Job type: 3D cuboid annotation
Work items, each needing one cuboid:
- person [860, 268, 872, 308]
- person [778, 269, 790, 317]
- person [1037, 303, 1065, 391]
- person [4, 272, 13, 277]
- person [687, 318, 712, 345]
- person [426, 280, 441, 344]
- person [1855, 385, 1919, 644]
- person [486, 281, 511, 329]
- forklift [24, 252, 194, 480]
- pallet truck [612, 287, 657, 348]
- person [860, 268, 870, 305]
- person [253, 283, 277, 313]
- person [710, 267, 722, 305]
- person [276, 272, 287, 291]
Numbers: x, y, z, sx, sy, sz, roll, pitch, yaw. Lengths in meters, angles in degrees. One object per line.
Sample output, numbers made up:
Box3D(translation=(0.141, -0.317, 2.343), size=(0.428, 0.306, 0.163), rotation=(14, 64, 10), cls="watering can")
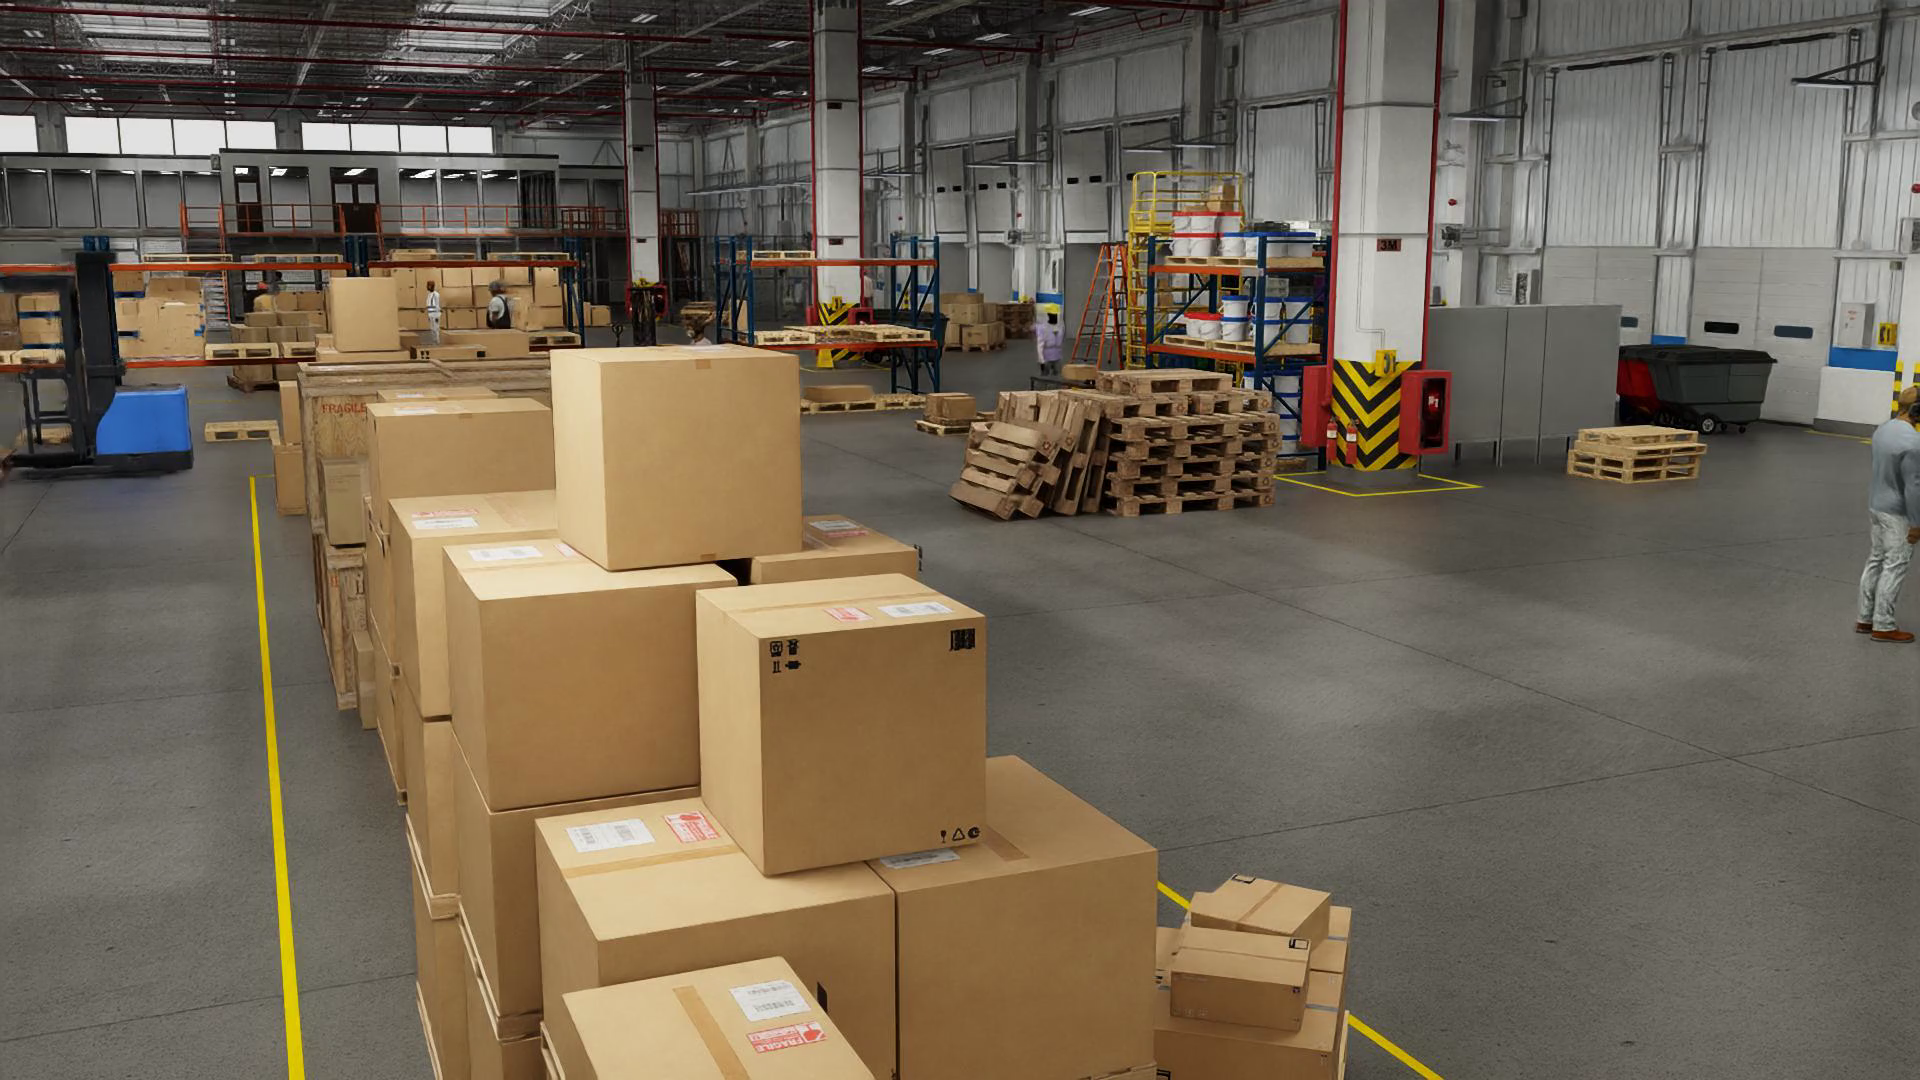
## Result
Box3D(translation=(-3.399, -8.723, 59.291), size=(0.638, 1.961, 0.743), rotation=(-5, 11, -24), cls="person")
Box3D(translation=(-6.764, -9.462, 63.701), size=(0.461, 1.841, 0.539), rotation=(5, 11, 25), cls="person")
Box3D(translation=(1.621, -3.085, 28.419), size=(0.601, 1.879, 0.970), rotation=(-6, 12, -28), cls="person")
Box3D(translation=(-30.430, -7.628, 53.318), size=(0.350, 1.942, 0.545), rotation=(3, 11, 16), cls="person")
Box3D(translation=(-3.491, -2.019, 22.417), size=(0.379, 1.937, 0.629), rotation=(-6, 12, -29), cls="person")
Box3D(translation=(-14.079, -6.001, 44.504), size=(0.337, 1.882, 0.585), rotation=(-8, 13, -38), cls="person")
Box3D(translation=(6.960, -0.190, 12.370), size=(0.371, 1.930, 0.636), rotation=(1, 10, 3), cls="person")
Box3D(translation=(-10.741, -4.981, 38.453), size=(0.873, 2.000, 0.700), rotation=(3, 11, 16), cls="person")
Box3D(translation=(-10.844, -2.244, 21.052), size=(1.873, 2.768, 1.129), rotation=(-4, 11, -23), cls="forklift")
Box3D(translation=(-6.464, -4.406, 35.401), size=(0.823, 1.965, 1.885), rotation=(6, 12, 32), cls="pallet truck")
Box3D(translation=(-3.604, -8.994, 60.893), size=(0.642, 1.924, 0.637), rotation=(-3, 11, -18), cls="person")
Box3D(translation=(-17.684, -5.608, 42.400), size=(1.092, 1.868, 0.559), rotation=(9, 14, 41), cls="person")
Box3D(translation=(-11.124, -11.638, 75.826), size=(0.646, 1.801, 0.962), rotation=(-7, 13, -35), cls="person")
Box3D(translation=(-22.199, -7.813, 54.402), size=(0.392, 1.919, 0.590), rotation=(0, 10, 2), cls="person")
